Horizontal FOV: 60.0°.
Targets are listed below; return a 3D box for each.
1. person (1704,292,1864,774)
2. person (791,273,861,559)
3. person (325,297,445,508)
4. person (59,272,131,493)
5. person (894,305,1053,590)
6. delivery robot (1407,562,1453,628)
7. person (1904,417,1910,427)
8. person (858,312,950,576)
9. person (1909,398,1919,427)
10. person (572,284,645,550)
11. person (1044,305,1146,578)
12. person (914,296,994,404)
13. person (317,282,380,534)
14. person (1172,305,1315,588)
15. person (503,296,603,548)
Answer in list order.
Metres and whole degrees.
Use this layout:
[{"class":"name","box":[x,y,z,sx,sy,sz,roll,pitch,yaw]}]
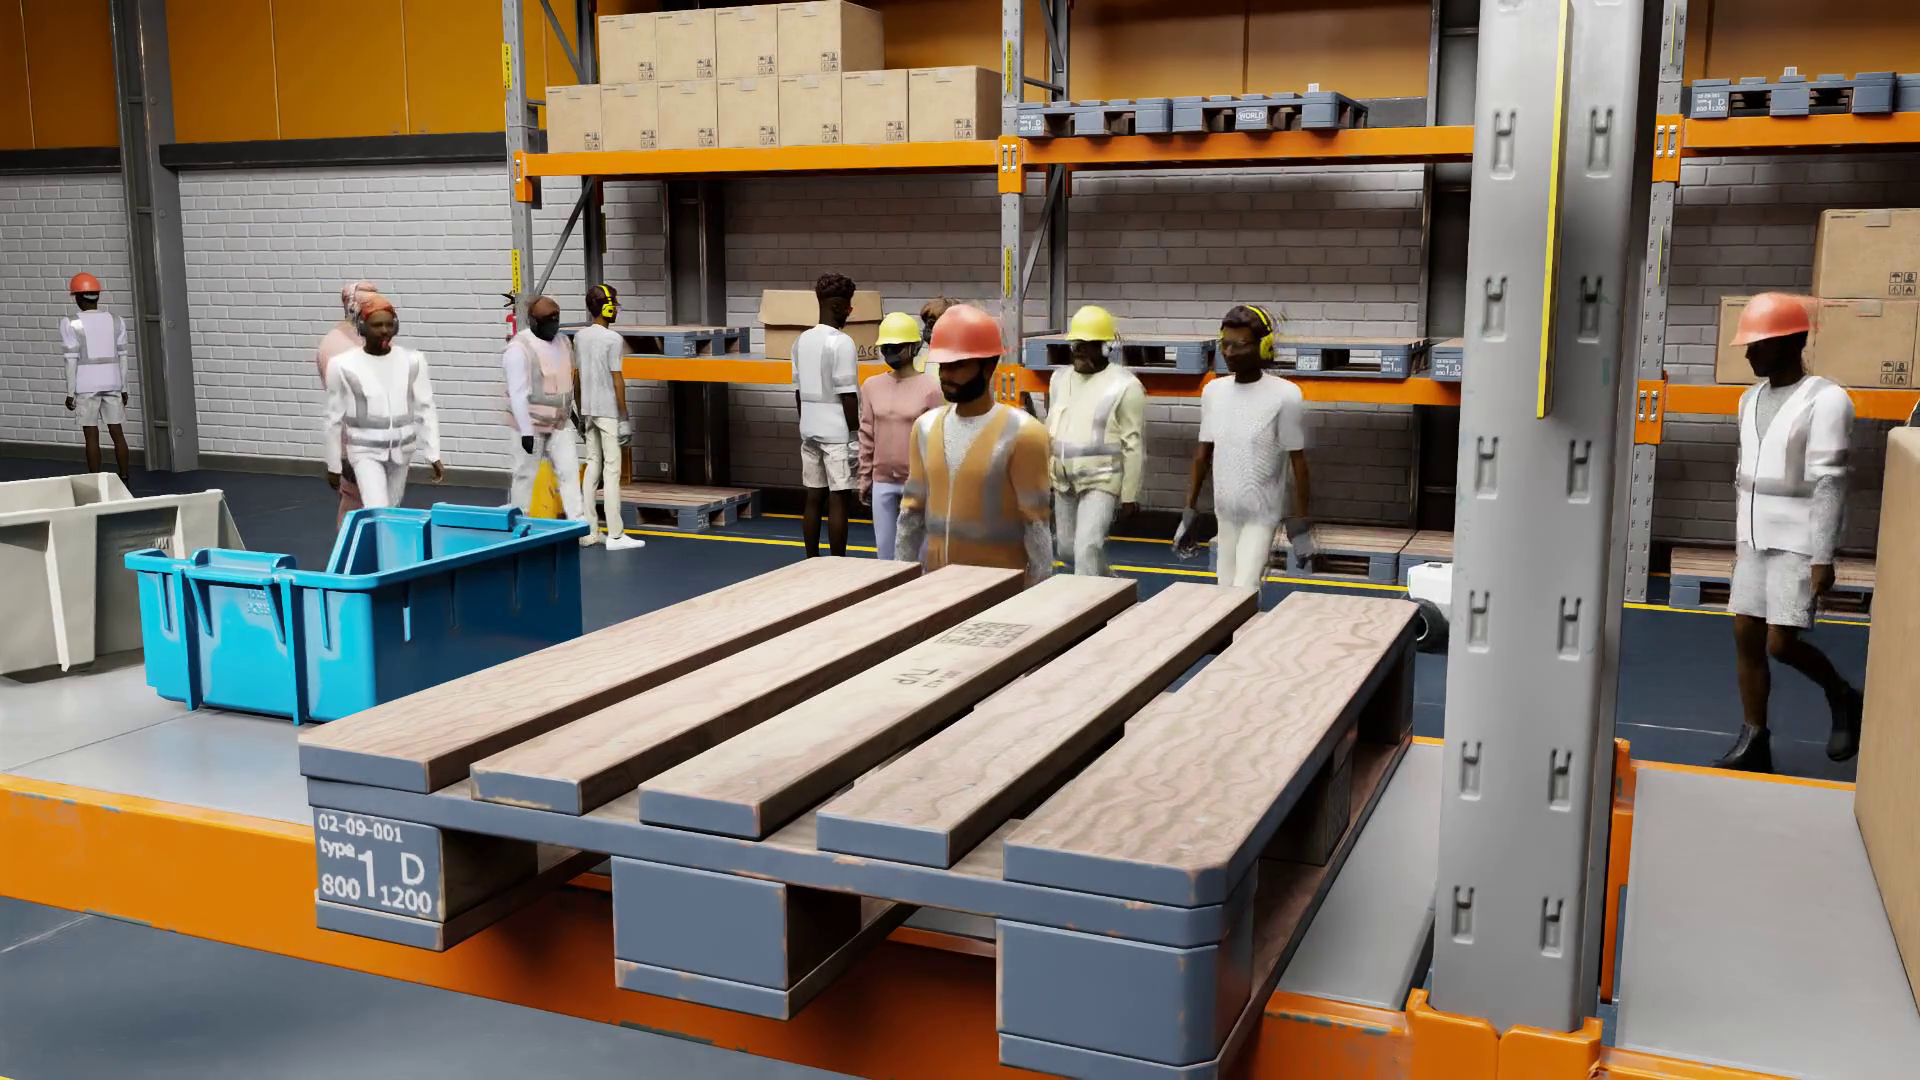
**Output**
[{"class":"person","box":[3.247,-0.004,6.479,0.589,1.912,0.566,-3,10,-15]},{"class":"person","box":[-0.785,-0.647,10.196,0.369,1.958,0.602,-7,12,-38]},{"class":"person","box":[-3.320,-0.476,9.580,0.575,1.831,0.995,-9,13,-42]},{"class":"person","box":[-7.412,-1.315,14.263,0.356,1.938,0.544,7,12,36]},{"class":"person","box":[0.006,0.157,5.615,0.560,1.882,0.970,8,13,41]},{"class":"delivery robot","box":[2.701,0.269,8.624,0.707,0.478,0.477,9,13,41]},{"class":"person","box":[4.332,-0.017,7.383,0.522,1.637,0.310,-6,11,-30]},{"class":"person","box":[-0.299,-0.301,8.695,0.528,1.767,0.330,5,11,26]},{"class":"person","box":[3.422,0.070,5.656,0.536,2.000,0.688,-2,10,-14]},{"class":"person","box":[-2.519,-0.865,11.765,0.521,1.873,0.335,8,12,38]},{"class":"person","box":[0.710,-0.319,8.682,0.713,1.810,0.594,-9,13,-44]},{"class":"person","box":[-0.081,-0.425,9.221,0.429,1.839,0.633,-6,11,-33]},{"class":"person","box":[-3.591,-0.606,10.111,0.403,1.906,0.684,1,10,9]},{"class":"person","box":[1.192,-0.067,7.054,0.399,1.848,0.543,-8,12,-38]},{"class":"person","box":[-2.872,-0.800,11.627,0.873,1.788,0.647,6,11,31]}]
